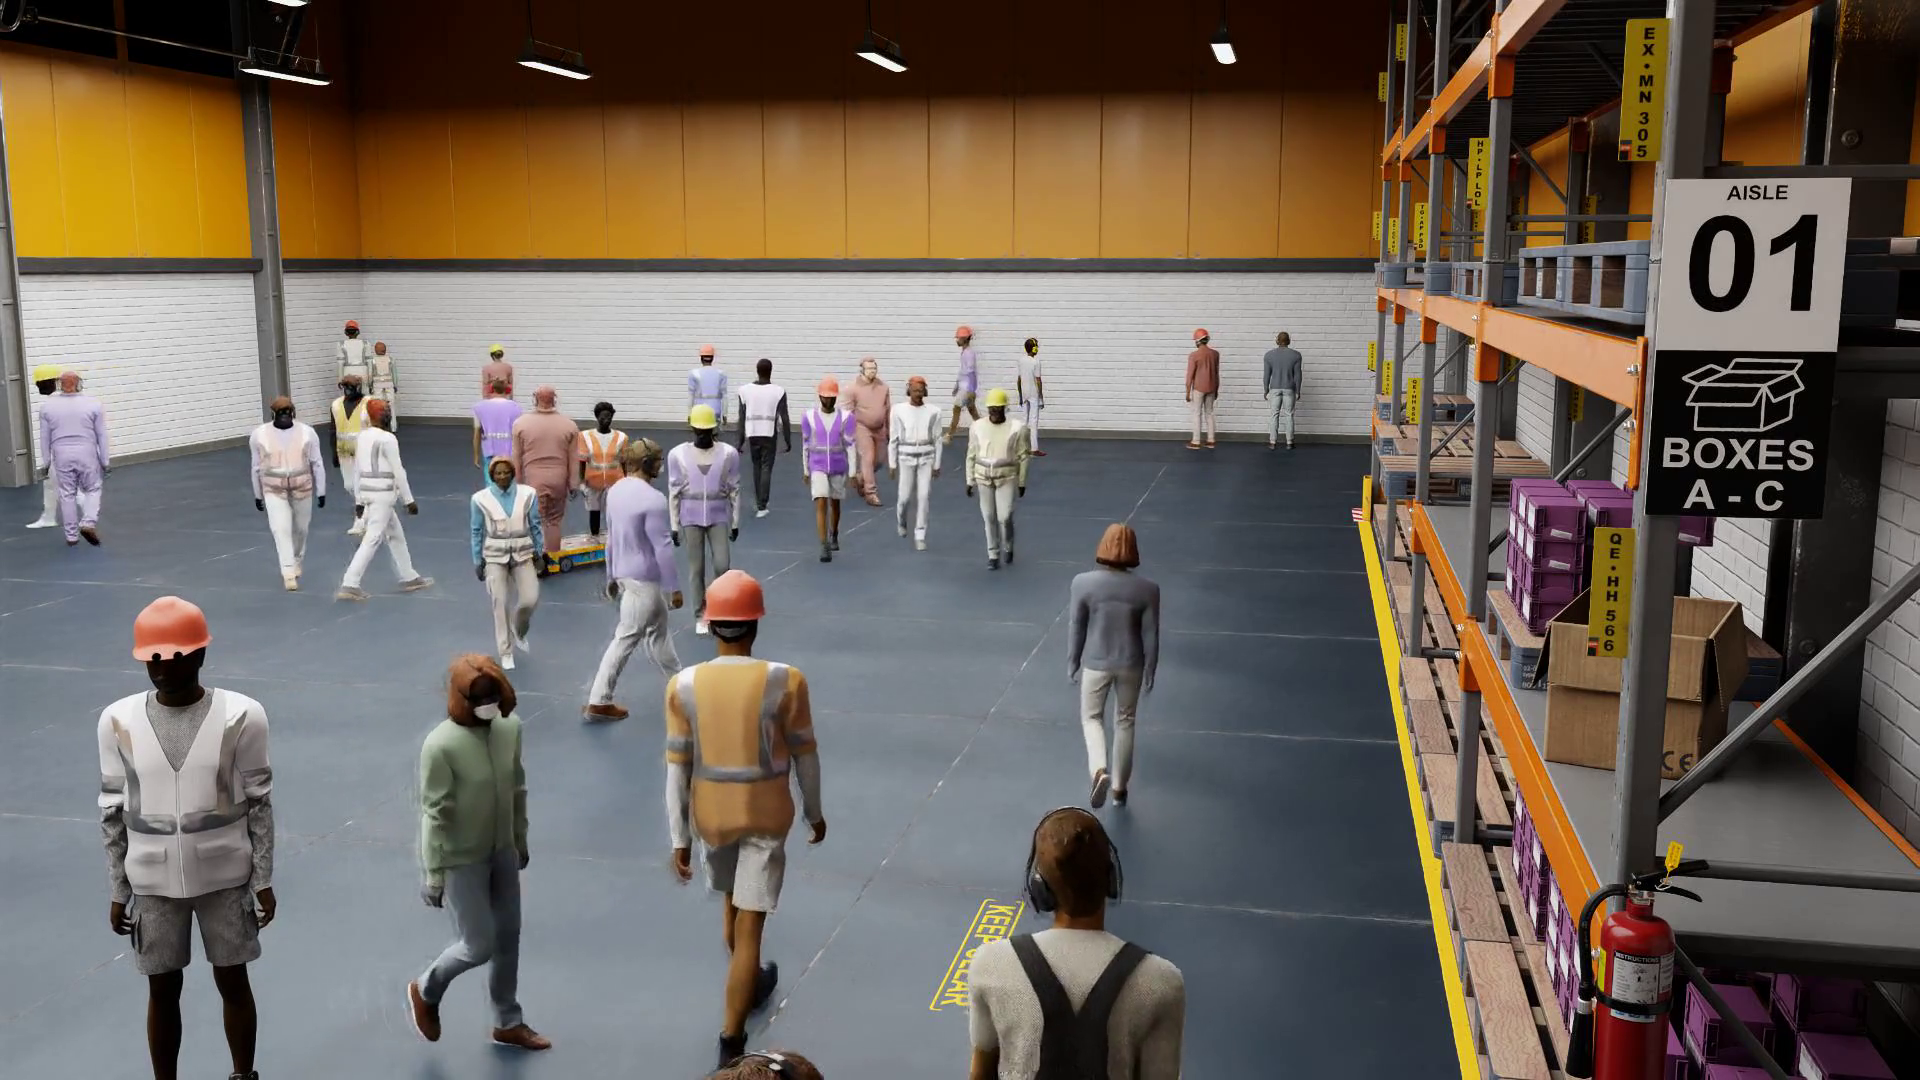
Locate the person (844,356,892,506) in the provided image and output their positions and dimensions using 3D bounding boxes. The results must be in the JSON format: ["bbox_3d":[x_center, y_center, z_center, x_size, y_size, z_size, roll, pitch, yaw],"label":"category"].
[{"bbox_3d":[-1.171,-1.391,21.067,0.653,1.881,0.737,-7,11,-34],"label":"person"}]

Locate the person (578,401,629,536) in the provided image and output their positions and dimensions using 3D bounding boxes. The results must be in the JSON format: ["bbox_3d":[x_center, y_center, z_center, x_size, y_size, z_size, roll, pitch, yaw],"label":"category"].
[{"bbox_3d":[-3.633,-0.602,16.952,0.524,1.668,0.806,-2,10,-13],"label":"person"}]

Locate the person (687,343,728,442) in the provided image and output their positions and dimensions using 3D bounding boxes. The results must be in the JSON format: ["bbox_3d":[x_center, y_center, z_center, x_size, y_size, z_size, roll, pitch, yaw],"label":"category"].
[{"bbox_3d":[-3.589,-1.820,23.559,0.547,1.917,0.594,-4,10,-24],"label":"person"}]

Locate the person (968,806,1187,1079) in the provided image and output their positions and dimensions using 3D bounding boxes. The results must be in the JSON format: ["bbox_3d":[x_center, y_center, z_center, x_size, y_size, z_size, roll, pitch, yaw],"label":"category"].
[{"bbox_3d":[0.272,1.497,3.976,0.496,1.787,0.943,0,9,3],"label":"person"}]

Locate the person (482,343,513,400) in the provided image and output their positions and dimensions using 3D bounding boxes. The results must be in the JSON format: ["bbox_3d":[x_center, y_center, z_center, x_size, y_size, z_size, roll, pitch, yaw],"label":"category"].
[{"bbox_3d":[-7.510,-2.319,27.055,0.543,1.751,0.402,-8,12,-40],"label":"person"}]

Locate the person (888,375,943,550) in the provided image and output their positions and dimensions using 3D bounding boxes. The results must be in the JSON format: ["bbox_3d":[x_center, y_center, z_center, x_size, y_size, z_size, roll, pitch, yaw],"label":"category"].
[{"bbox_3d":[-0.482,-0.841,17.829,0.575,1.868,0.604,-1,9,-7],"label":"person"}]

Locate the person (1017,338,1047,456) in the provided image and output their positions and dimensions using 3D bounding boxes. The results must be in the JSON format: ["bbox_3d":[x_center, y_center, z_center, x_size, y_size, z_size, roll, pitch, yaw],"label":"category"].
[{"bbox_3d":[1.130,-2.253,26.305,0.513,1.872,0.328,9,13,43],"label":"person"}]

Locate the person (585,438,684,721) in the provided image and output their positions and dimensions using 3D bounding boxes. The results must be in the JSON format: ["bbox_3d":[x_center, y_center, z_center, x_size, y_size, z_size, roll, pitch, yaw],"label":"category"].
[{"bbox_3d":[-2.127,0.254,11.175,1.034,1.885,0.653,-7,12,-36],"label":"person"}]

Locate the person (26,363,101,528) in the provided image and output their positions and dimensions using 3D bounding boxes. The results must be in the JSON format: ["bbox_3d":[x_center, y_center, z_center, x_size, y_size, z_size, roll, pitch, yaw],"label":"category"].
[{"bbox_3d":[-10.369,-1.077,19.115,0.754,1.907,0.596,-5,11,-26],"label":"person"}]

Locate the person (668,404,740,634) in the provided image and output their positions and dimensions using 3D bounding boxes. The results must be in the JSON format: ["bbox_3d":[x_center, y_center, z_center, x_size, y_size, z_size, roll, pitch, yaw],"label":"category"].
[{"bbox_3d":[-2.086,-0.164,13.616,0.588,1.910,0.446,-2,10,-10],"label":"person"}]

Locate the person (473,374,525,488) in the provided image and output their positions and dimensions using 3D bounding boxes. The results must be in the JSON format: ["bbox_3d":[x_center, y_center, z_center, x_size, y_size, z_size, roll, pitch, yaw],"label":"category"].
[{"bbox_3d":[-5.137,-0.944,18.584,0.575,1.819,0.873,-2,10,-14],"label":"person"}]

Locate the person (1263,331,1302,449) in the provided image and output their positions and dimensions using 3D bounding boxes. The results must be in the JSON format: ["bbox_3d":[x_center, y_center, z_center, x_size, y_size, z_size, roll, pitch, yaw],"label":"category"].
[{"bbox_3d":[5.292,-2.452,27.312,0.627,1.934,0.372,2,10,13],"label":"person"}]

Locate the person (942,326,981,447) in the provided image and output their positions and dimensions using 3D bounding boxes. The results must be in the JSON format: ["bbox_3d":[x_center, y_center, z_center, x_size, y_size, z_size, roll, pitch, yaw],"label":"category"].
[{"bbox_3d":[-0.007,-2.538,27.638,1.029,1.992,0.624,-1,9,-4],"label":"person"}]

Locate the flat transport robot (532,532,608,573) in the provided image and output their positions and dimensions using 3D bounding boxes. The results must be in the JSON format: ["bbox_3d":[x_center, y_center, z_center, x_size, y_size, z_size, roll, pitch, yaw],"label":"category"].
[{"bbox_3d":[-3.931,0.123,16.795,0.652,0.197,1.431,7,12,37],"label":"flat transport robot"}]

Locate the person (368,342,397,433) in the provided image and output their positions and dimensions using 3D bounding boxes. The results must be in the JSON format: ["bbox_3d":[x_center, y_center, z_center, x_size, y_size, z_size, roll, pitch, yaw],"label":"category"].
[{"bbox_3d":[-10.368,-2.733,29.889,0.511,1.640,0.308,-5,11,-27],"label":"person"}]

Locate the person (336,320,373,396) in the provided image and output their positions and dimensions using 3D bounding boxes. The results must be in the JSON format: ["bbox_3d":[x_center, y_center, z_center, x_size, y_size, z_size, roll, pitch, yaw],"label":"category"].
[{"bbox_3d":[-10.787,-2.892,29.660,0.605,2.033,0.392,-5,11,-26],"label":"person"}]

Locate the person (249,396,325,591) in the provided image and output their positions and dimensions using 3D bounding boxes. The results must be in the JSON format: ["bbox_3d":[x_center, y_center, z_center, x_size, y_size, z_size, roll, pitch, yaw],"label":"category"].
[{"bbox_3d":[-6.376,-0.474,15.795,0.636,1.808,0.908,-5,11,-27],"label":"person"}]

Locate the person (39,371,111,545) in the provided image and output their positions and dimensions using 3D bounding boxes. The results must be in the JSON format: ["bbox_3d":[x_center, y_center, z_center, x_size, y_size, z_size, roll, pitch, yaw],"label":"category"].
[{"bbox_3d":[-9.531,-0.866,17.904,0.704,1.892,0.526,-3,10,-17],"label":"person"}]

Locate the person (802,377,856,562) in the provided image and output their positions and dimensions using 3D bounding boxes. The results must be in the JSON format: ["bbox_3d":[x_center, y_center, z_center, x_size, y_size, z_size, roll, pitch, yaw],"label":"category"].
[{"bbox_3d":[-1.362,-0.759,17.300,0.553,1.884,1.022,-1,10,-8],"label":"person"}]

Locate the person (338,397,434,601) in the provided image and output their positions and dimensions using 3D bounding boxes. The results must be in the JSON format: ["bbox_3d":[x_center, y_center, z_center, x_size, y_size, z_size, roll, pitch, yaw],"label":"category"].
[{"bbox_3d":[-5.297,-0.380,15.154,0.995,1.838,0.578,-9,13,-44],"label":"person"}]

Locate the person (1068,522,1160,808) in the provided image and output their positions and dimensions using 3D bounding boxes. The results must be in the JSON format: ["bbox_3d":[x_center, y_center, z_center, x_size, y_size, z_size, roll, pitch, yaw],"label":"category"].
[{"bbox_3d":[0.855,0.712,9.197,0.509,1.613,0.545,0,9,0],"label":"person"}]

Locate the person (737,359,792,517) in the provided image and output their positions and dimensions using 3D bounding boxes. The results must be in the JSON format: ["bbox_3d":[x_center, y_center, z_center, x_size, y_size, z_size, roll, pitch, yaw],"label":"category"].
[{"bbox_3d":[-2.350,-1.261,20.258,0.625,1.878,0.901,1,10,9],"label":"person"}]

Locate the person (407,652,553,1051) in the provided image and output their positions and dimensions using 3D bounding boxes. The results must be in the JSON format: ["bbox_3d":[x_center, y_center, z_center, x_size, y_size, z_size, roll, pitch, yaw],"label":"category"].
[{"bbox_3d":[-1.861,1.193,6.291,0.463,1.611,0.542,4,10,25],"label":"person"}]

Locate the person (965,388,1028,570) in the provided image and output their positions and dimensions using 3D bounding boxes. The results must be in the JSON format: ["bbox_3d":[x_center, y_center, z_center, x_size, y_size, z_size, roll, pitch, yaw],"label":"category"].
[{"bbox_3d":[0.350,-0.601,16.497,0.604,1.815,0.431,3,10,16],"label":"person"}]

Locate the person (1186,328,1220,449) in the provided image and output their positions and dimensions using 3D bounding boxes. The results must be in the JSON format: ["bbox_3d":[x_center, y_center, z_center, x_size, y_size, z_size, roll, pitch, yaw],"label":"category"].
[{"bbox_3d":[3.987,-2.483,27.326,0.621,1.989,0.398,-5,10,-26],"label":"person"}]

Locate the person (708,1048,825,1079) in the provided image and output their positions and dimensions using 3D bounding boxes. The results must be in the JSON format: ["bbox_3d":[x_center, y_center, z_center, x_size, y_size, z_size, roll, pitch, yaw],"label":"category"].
[{"bbox_3d":[-0.279,1.707,2.625,0.438,1.813,0.675,-9,13,-43],"label":"person"}]

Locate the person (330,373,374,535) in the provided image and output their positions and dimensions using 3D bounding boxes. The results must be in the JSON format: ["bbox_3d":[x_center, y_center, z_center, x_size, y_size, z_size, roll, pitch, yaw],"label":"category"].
[{"bbox_3d":[-6.825,-1.000,18.933,0.632,1.819,0.782,2,10,9],"label":"person"}]

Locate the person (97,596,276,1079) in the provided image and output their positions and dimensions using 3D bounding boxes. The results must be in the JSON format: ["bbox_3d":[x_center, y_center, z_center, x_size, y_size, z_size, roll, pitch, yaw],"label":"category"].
[{"bbox_3d":[-2.610,1.141,5.646,0.543,1.939,0.360,-3,10,-16],"label":"person"}]

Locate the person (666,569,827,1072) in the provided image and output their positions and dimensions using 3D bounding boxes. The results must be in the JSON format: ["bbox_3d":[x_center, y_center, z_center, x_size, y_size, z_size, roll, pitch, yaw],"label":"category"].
[{"bbox_3d":[-0.832,1.057,6.360,0.556,1.886,1.038,2,10,10],"label":"person"}]

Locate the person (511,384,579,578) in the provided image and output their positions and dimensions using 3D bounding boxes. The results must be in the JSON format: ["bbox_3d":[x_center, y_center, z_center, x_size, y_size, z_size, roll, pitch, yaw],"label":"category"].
[{"bbox_3d":[-3.993,-0.559,16.072,0.654,1.886,0.715,-4,10,-22],"label":"person"}]

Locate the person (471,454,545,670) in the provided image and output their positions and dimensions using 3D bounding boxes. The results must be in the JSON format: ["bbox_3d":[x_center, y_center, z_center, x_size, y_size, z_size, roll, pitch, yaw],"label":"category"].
[{"bbox_3d":[-3.394,0.156,12.506,0.542,1.624,0.405,-4,10,-25],"label":"person"}]
